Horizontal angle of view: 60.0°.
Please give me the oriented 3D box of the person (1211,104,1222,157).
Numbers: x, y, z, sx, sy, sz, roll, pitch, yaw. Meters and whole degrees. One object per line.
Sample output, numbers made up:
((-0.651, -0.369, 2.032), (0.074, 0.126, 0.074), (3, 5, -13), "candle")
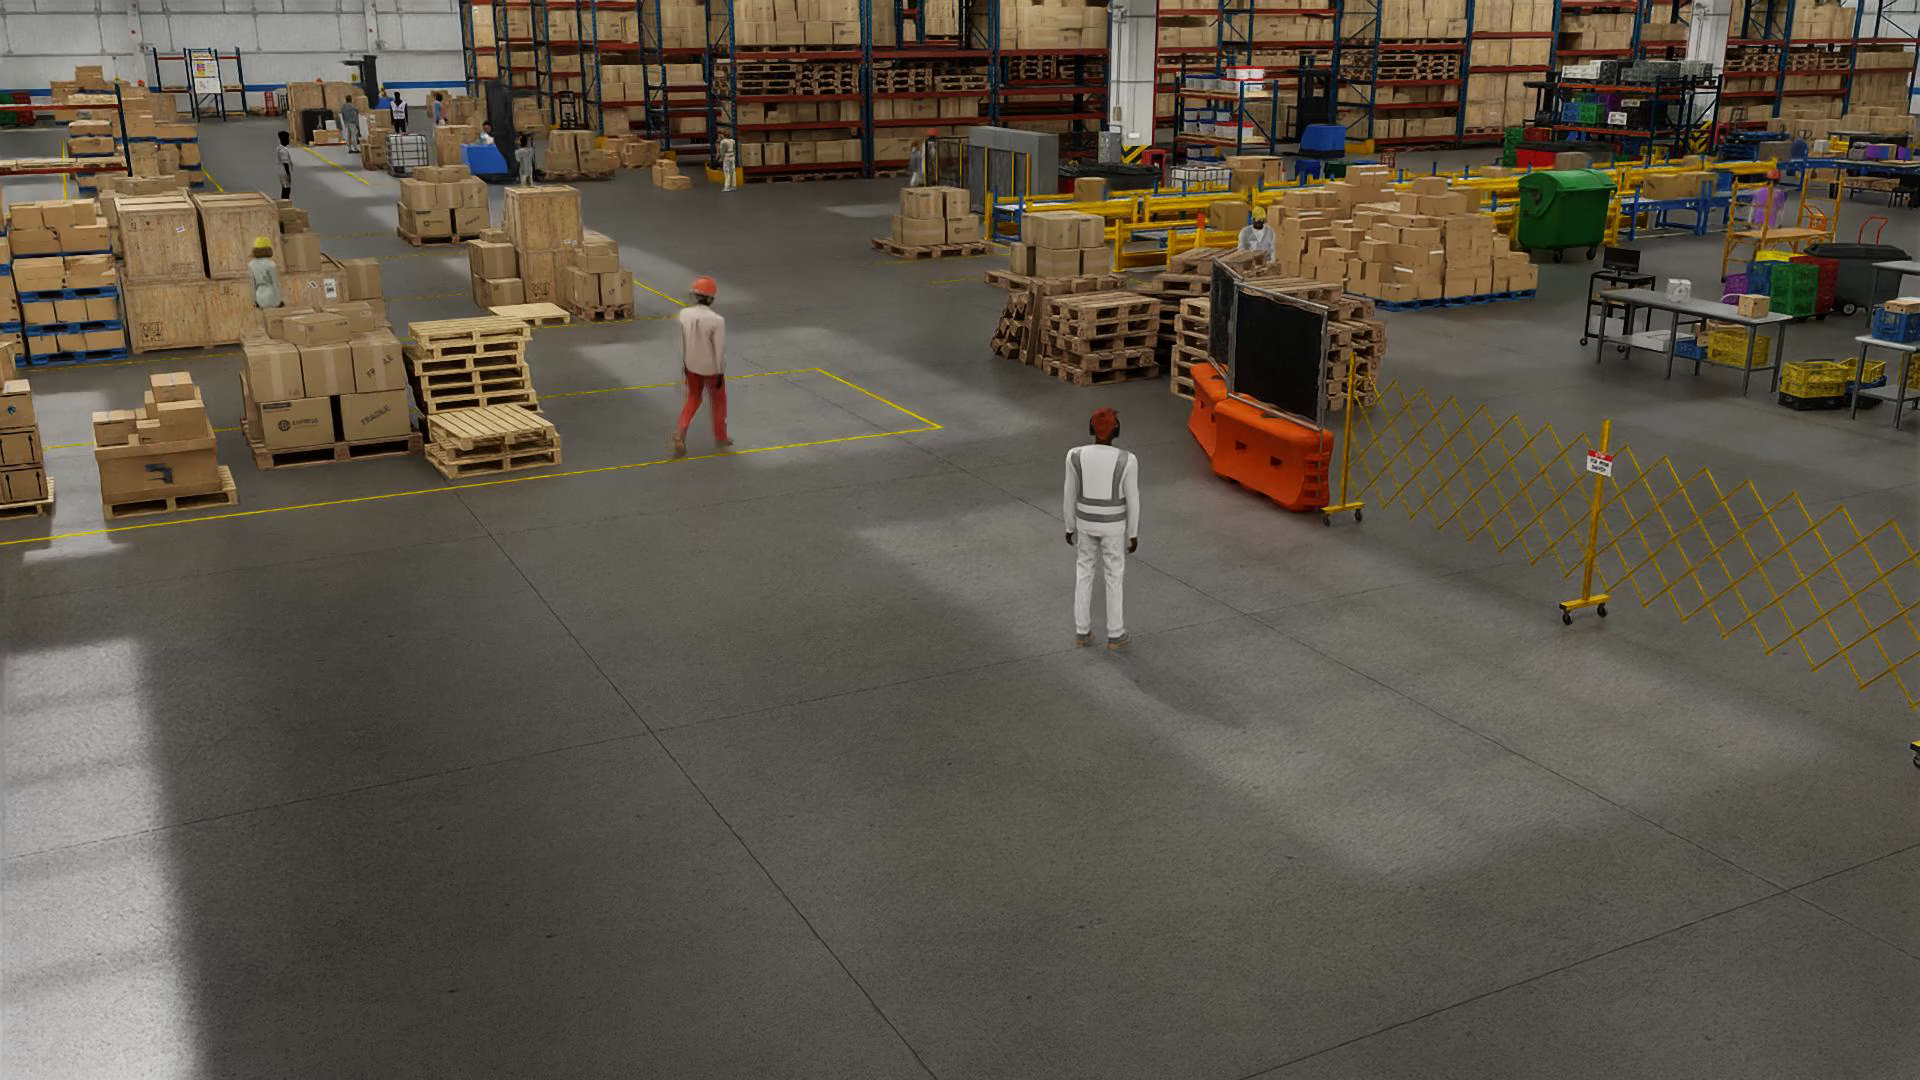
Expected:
((8.285, -13.348, 54.337), (0.513, 1.714, 0.968), (-8, 20, -24), "person")

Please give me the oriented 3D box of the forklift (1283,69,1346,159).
((11.615, -13.871, 54.079), (1.129, 2.768, 1.873), (-9, 20, -27), "forklift")

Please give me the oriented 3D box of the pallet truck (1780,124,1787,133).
((25.206, -12.542, 52.601), (1.601, 1.201, 0.680), (0, 18, -2), "pallet truck")

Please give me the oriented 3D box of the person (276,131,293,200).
((-16.021, -8.720, 39.516), (0.377, 1.958, 0.606), (-10, 20, -29), "person")

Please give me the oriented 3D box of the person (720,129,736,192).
((-6.189, -10.132, 44.414), (0.307, 1.645, 0.511), (14, 23, 37), "person")

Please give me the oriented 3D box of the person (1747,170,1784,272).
((14.983, -5.916, 30.894), (0.976, 1.880, 0.541), (-12, 21, -33), "person")

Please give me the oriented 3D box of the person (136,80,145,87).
((-32.310, -17.203, 65.893), (0.386, 1.993, 0.623), (-17, 24, -42), "person")

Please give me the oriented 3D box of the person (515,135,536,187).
((-10.286, -8.635, 39.375), (0.328, 1.877, 0.513), (16, 24, 41), "person")

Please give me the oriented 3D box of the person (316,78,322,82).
((-26.391, -18.080, 68.720), (0.542, 1.938, 0.358), (12, 21, 33), "person")

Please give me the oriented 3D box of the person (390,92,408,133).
((-19.662, -14.742, 58.344), (0.587, 1.920, 0.391), (-3, 18, -9), "person")

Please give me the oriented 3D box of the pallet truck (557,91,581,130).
((-13.495, -14.412, 57.188), (0.823, 1.965, 1.885), (-3, 18, -9), "pallet truck")

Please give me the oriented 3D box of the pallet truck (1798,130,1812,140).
((25.526, -11.556, 49.408), (1.630, 1.274, 0.653), (-9, 20, -26), "pallet truck")

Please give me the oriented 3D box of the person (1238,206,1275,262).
((4.585, -4.242, 25.749), (0.600, 1.830, 0.404), (-1, 18, -4), "person")

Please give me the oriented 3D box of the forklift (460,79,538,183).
((-12.953, -11.409, 46.402), (1.873, 2.768, 1.129), (-9, 20, -26), "forklift")

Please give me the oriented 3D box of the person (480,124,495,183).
((-13.148, -10.783, 46.465), (0.530, 1.625, 0.370), (-15, 23, -38), "person")

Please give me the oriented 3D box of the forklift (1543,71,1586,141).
((18.685, -13.231, 52.085), (1.873, 2.768, 1.129), (-9, 20, -26), "forklift")

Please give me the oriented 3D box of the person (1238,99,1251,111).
((11.485, -17.506, 67.169), (0.952, 1.795, 0.644), (-7, 19, -20), "person")

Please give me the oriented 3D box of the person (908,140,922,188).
((-1.078, -9.219, 41.671), (0.860, 1.583, 0.531), (-8, 20, -24), "person")

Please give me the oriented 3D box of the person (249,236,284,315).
((-9.642, -3.345, 23.110), (0.499, 1.724, 0.497), (9, 20, 27), "person")

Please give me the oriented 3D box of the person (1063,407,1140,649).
((1.081, -0.089, 12.715), (0.585, 1.882, 0.337), (6, 19, 19), "person")

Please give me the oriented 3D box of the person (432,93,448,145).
((-18.537, -15.066, 59.550), (0.965, 1.793, 0.643), (-5, 18, -14), "person")

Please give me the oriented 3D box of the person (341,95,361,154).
((-20.494, -13.989, 55.962), (0.627, 1.941, 0.370), (9, 20, 27), "person")

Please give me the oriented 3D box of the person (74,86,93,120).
((-33.004, -16.123, 62.653), (0.639, 1.922, 0.764), (-3, 18, -8), "person")

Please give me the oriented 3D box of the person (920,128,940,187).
((-0.793, -9.229, 41.180), (0.777, 1.906, 0.560), (-13, 22, -36), "person")

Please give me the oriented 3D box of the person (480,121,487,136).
((-13.390, -11.087, 47.344), (0.575, 1.662, 0.403), (7, 19, 22), "person")

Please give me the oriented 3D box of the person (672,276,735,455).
((-2.842, -1.901, 18.238), (0.614, 1.967, 0.841), (8, 19, 23), "person")

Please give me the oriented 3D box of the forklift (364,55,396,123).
((-24.456, -18.761, 69.323), (1.873, 2.768, 1.129), (-9, 20, -26), "forklift")
